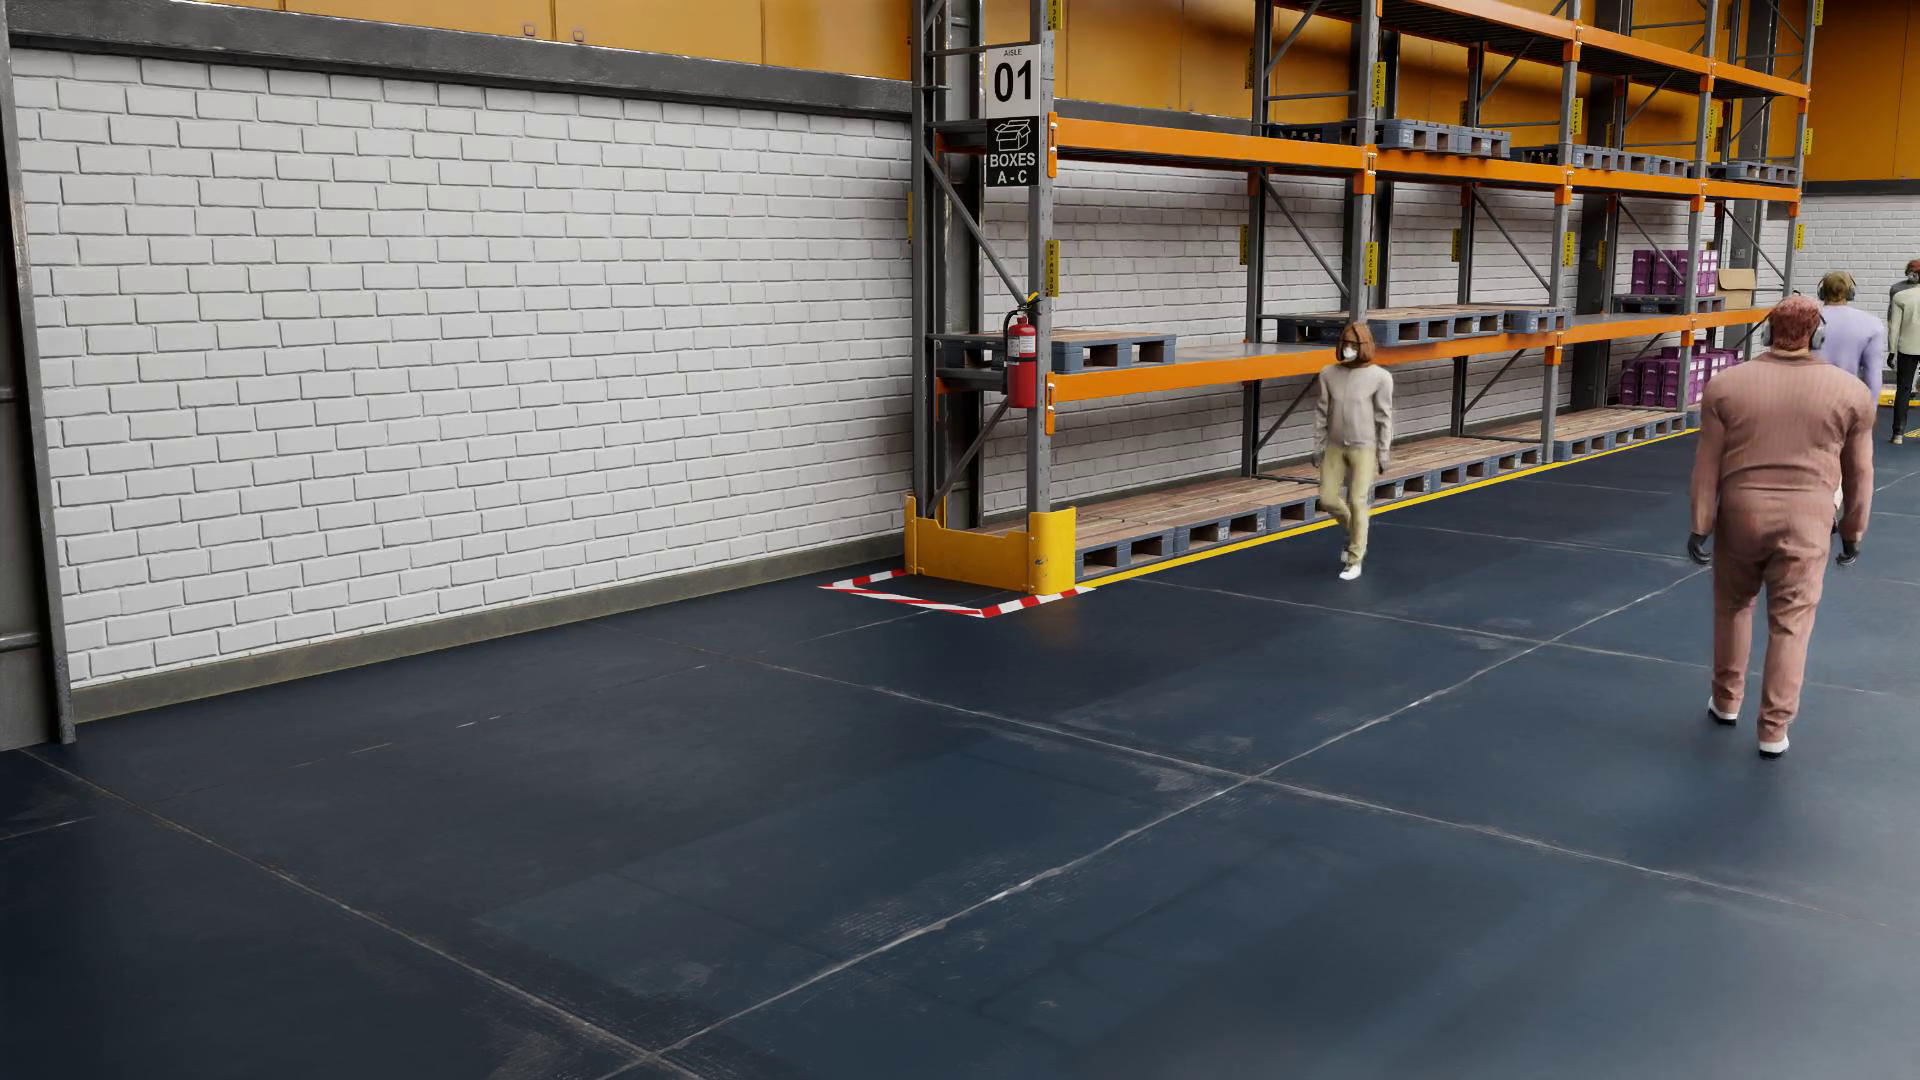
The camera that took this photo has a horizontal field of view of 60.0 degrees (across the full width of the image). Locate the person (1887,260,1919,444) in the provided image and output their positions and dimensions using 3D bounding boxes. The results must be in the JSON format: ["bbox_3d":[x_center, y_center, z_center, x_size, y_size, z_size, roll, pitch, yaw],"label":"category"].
[{"bbox_3d":[10.177,-2.007,17.635,0.614,1.993,0.395,6,12,31],"label":"person"}]

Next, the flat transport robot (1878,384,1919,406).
[{"bbox_3d":[12.374,-1.956,22.251,0.652,0.197,1.431,4,11,23],"label":"flat transport robot"}]

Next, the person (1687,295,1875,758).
[{"bbox_3d":[3.435,-0.076,6.989,0.677,1.872,0.856,5,11,26],"label":"person"}]

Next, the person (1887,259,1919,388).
[{"bbox_3d":[12.754,-2.796,22.329,0.424,1.926,0.628,-9,14,-42],"label":"person"}]

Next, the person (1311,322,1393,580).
[{"bbox_3d":[2.484,-0.568,10.505,0.518,1.618,0.422,8,13,37],"label":"person"}]

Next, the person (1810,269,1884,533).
[{"bbox_3d":[6.211,-0.968,11.910,0.654,1.926,0.433,5,11,28],"label":"person"}]
